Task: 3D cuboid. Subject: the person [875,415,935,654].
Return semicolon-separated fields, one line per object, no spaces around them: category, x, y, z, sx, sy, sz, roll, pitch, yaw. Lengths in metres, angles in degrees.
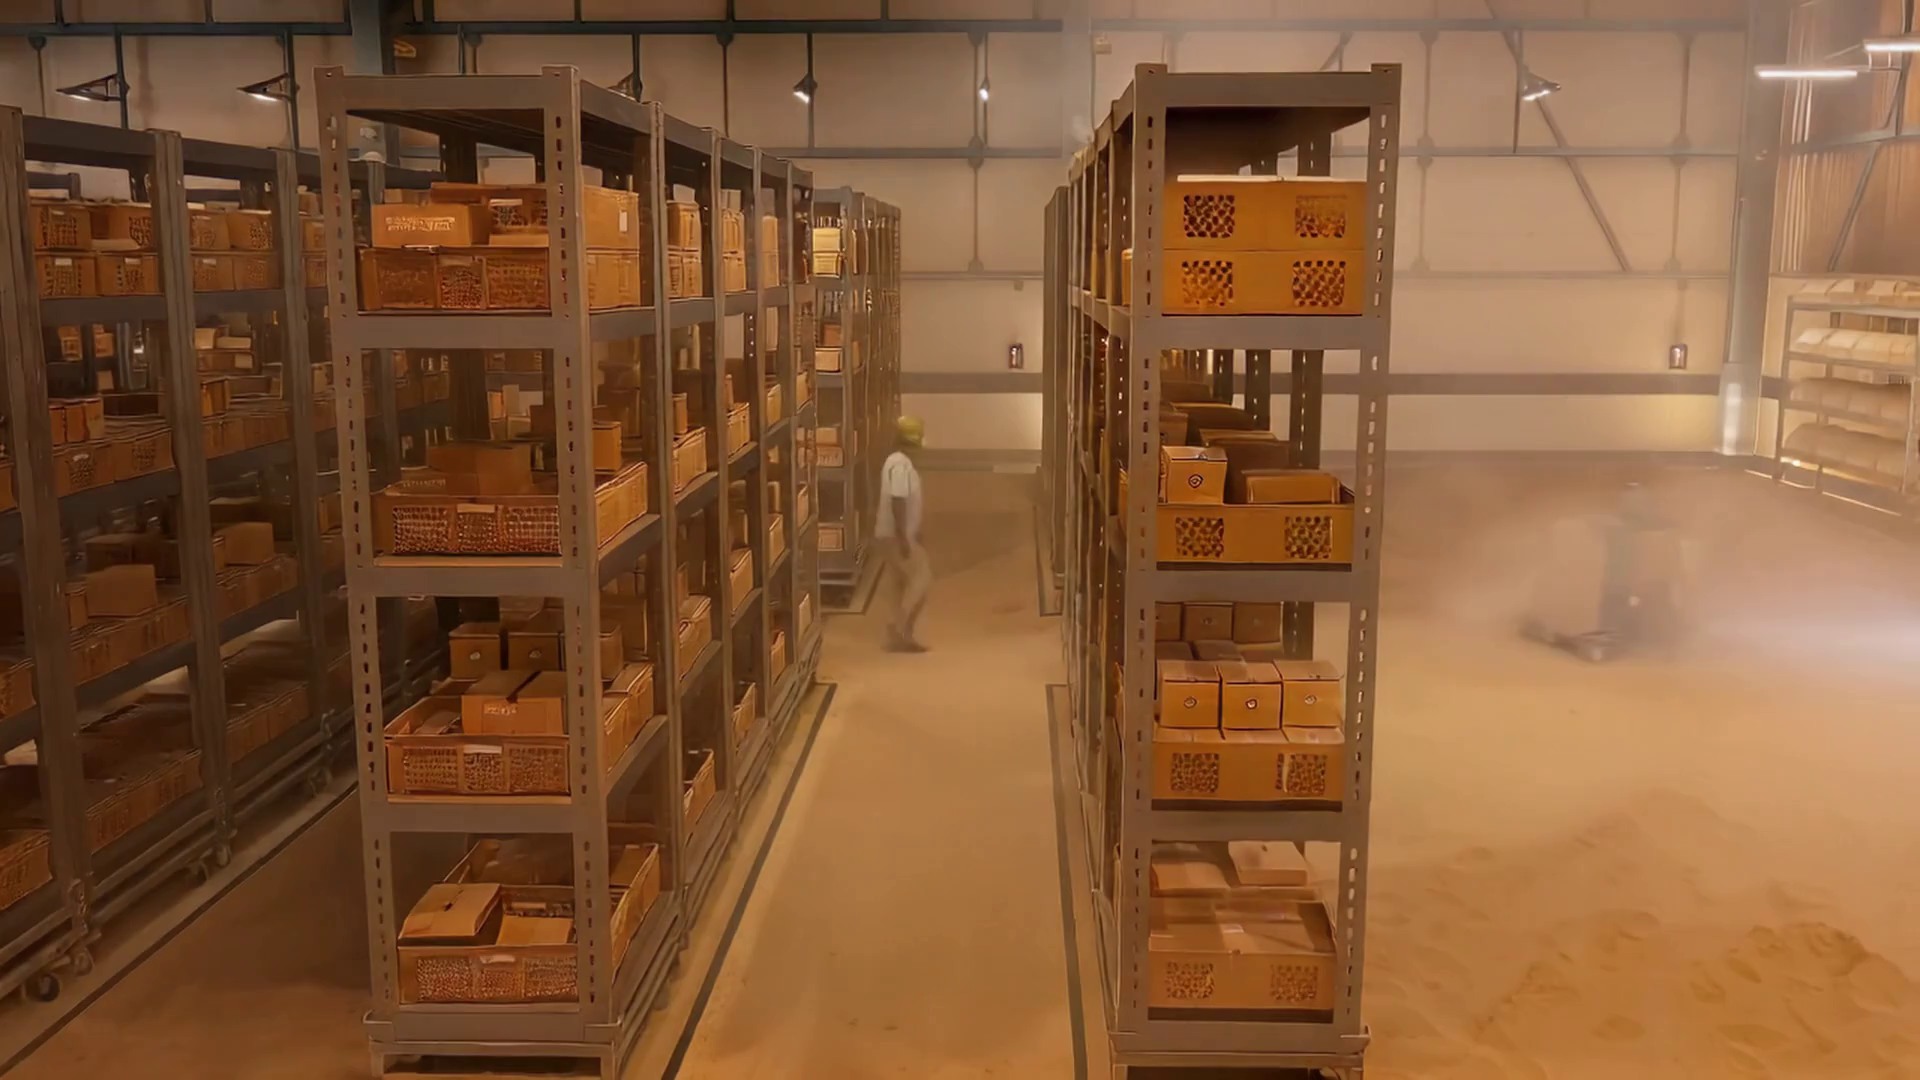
person;-0.387;-0.034;12.674;0.530;1.830;0.590;-1;10;-4
